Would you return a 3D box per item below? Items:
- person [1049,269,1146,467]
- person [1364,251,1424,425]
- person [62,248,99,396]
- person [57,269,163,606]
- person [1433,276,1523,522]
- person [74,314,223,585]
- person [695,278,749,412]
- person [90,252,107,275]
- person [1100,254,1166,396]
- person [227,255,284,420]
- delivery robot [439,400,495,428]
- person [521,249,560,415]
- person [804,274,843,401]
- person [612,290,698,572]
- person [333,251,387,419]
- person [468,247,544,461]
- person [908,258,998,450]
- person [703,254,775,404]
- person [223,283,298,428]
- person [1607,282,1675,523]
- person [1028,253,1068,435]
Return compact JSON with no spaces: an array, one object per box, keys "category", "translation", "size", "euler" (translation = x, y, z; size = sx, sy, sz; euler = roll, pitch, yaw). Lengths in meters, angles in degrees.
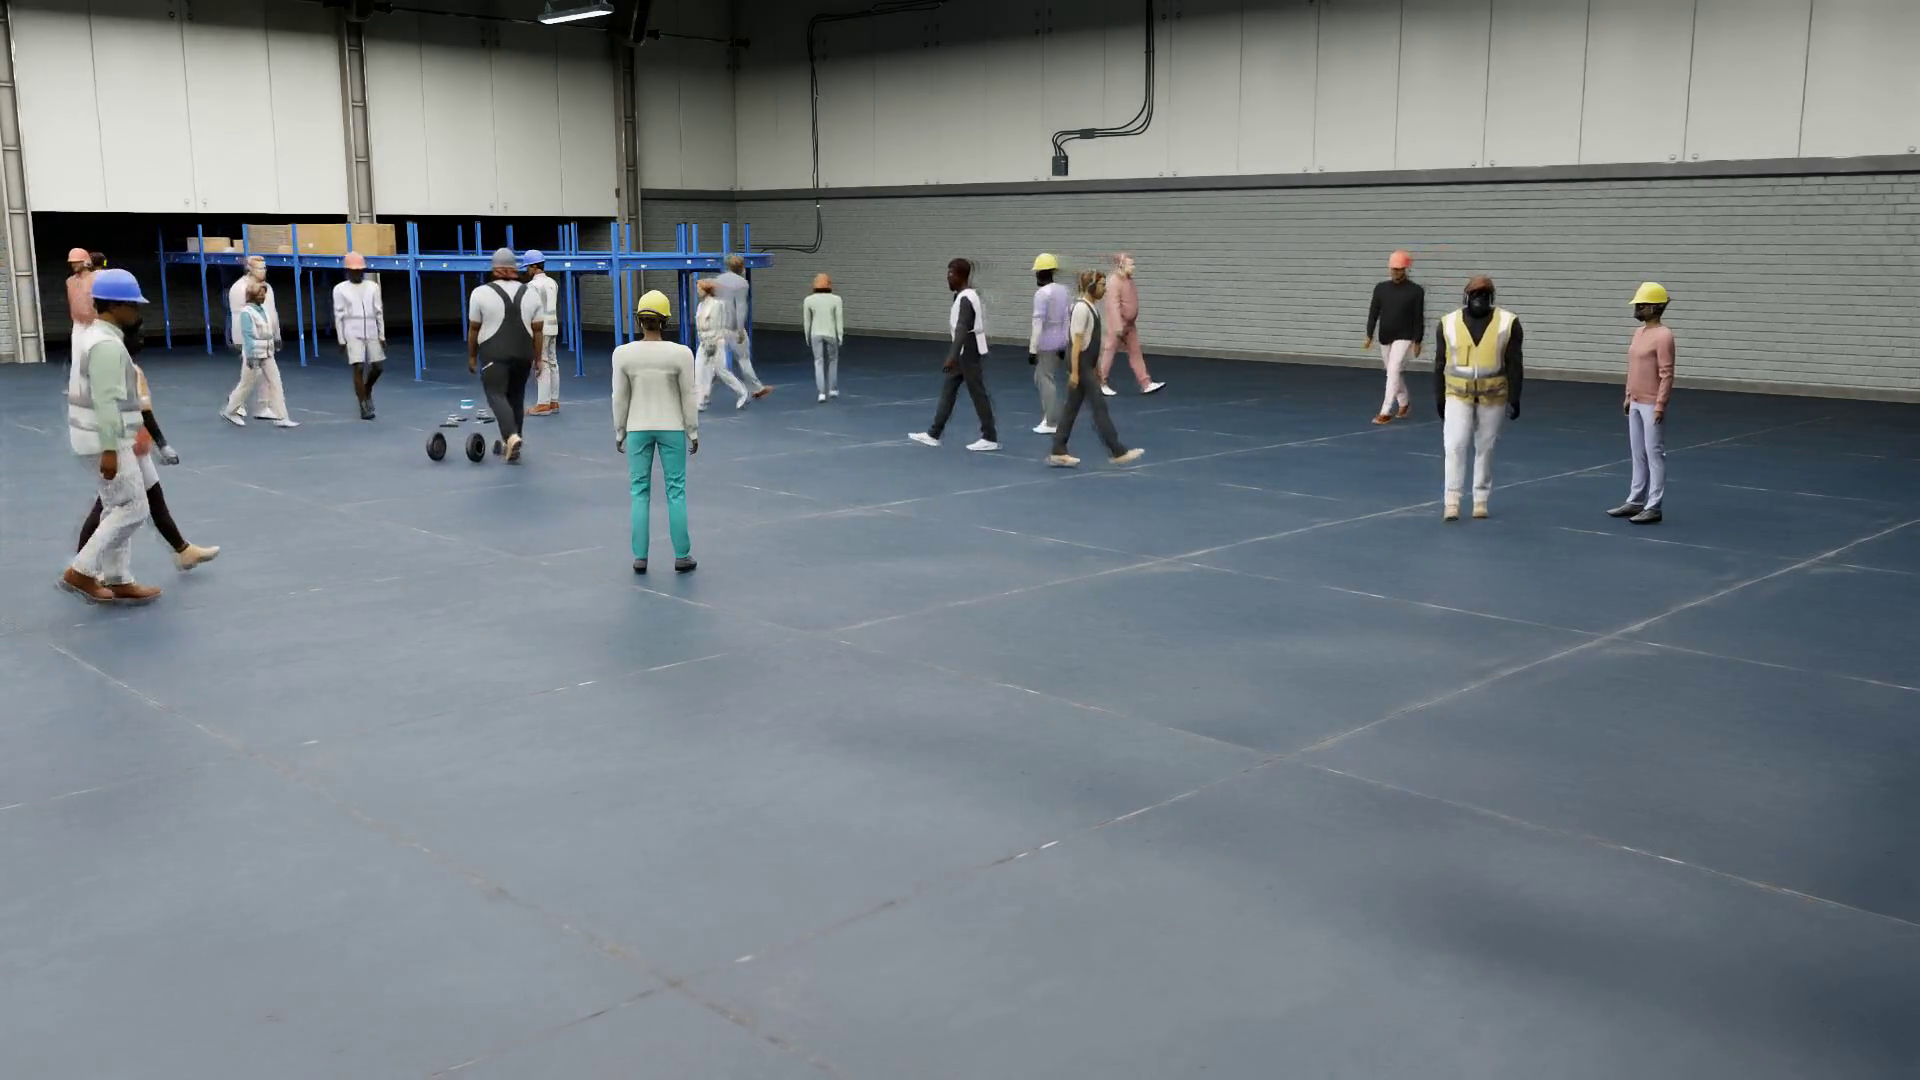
[{"category":"person","translation":[1.253,-1.550,15.139],"size":[0.955,1.794,0.516],"euler":[2,11,11]},{"category":"person","translation":[4.999,-2.324,18.991],"size":[0.604,1.954,1.027],"euler":[10,14,43]},{"category":"person","translation":[-11.645,-2.936,22.301],"size":[0.624,1.951,1.015],"euler":[2,11,11]},{"category":"person","translation":[-4.794,-0.561,9.398],"size":[0.514,1.924,0.653],"euler":[-7,12,-32]},{"category":"person","translation":[3.814,-1.030,12.289],"size":[0.638,1.805,0.882],"euler":[3,11,18]},{"category":"person","translation":[-5.075,-0.568,10.193],"size":[0.907,1.644,0.544],"euler":[-8,13,-36]},{"category":"person","translation":[-2.943,-2.356,20.050],"size":[0.769,1.607,0.505],"euler":[-9,13,-39]},{"category":"person","translation":[-12.990,-3.421,25.183],"size":[0.514,1.864,0.317],"euler":[-8,13,-37]},{"category":"person","translation":[2.208,-2.811,21.843],"size":[0.982,1.854,0.677],"euler":[7,12,32]},{"category":"person","translation":[-8.124,-2.329,19.168],"size":[0.482,1.888,0.642],"euler":[2,11,10]},{"category":"delivery robot","translation":[-4.719,-1.226,15.920],"size":[0.335,0.223,0.698],"euler":[3,11,14]},{"category":"person","translation":[-4.972,-2.464,19.734],"size":[0.394,1.942,0.601],"euler":[2,11,10]},{"category":"person","translation":[-1.746,-2.615,21.445],"size":[0.515,1.600,0.759],"euler":[0,10,1]},{"category":"person","translation":[-1.913,-0.681,10.494],"size":[0.533,1.767,0.322],"euler":[0,10,-2]},{"category":"person","translation":[-6.961,-2.377,19.295],"size":[0.575,1.926,0.500],"euler":[-9,13,-39]},{"category":"person","translation":[-4.296,-1.767,15.781],"size":[0.686,2.000,0.915],"euler":[-8,13,-36]},{"category":"person","translation":[-0.060,-1.815,16.369],"size":[0.959,1.873,0.592],"euler":[-1,10,-6]},{"category":"person","translation":[-2.902,-2.669,21.051],"size":[0.696,1.863,1.042],"euler":[7,12,33]},{"category":"person","translation":[-7.803,-2.037,18.350],"size":[0.816,1.601,0.541],"euler":[2,11,9]},{"category":"person","translation":[5.075,-1.017,12.319],"size":[0.324,1.769,0.523],"euler":[-1,10,-4]},{"category":"person","translation":[0.885,-2.088,17.745],"size":[0.500,1.912,0.611],"euler":[5,12,27]}]
